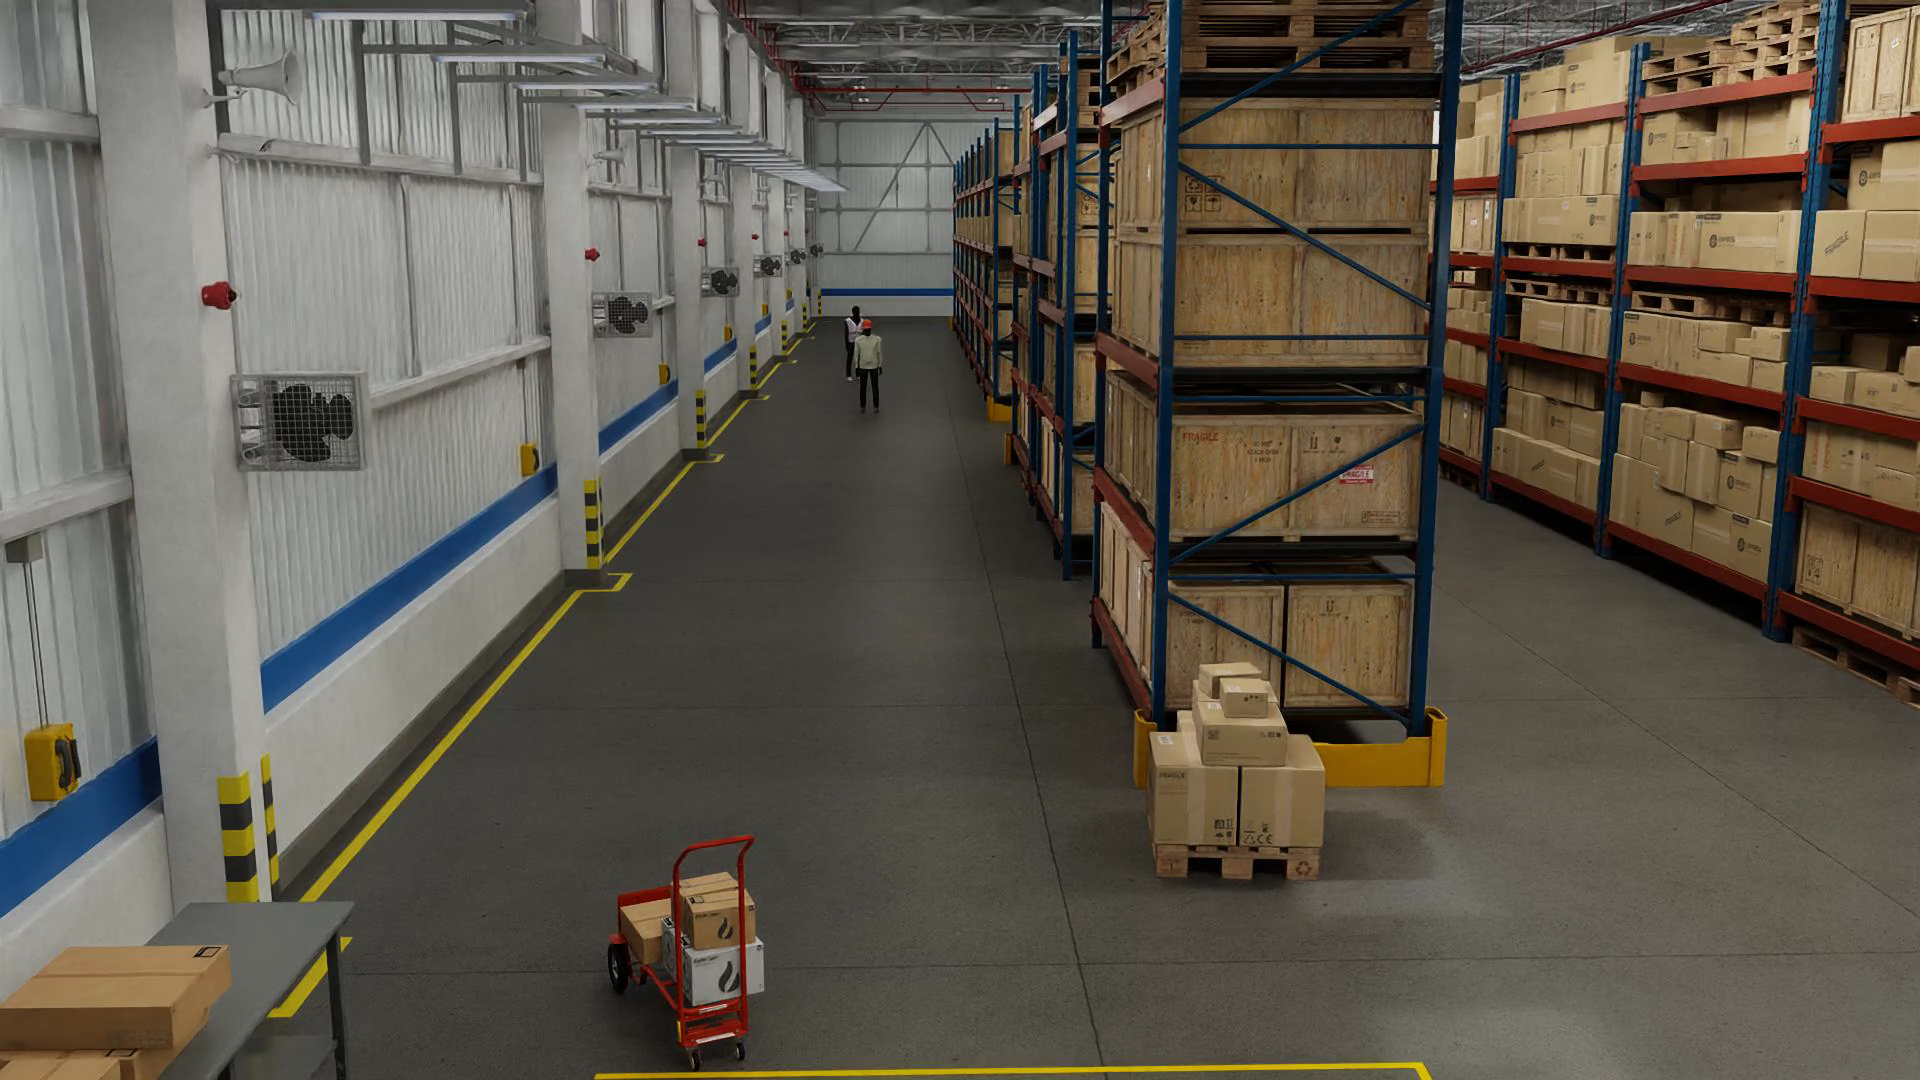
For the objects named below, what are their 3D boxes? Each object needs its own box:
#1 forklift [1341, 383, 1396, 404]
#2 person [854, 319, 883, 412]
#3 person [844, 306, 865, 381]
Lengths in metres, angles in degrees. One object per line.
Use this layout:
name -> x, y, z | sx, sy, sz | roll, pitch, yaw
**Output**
forklift -> 5.392, -1.636, 22.361 | 1.129, 2.768, 1.873 | 0, 11, -2
person -> -1.956, -3.708, 35.482 | 0.618, 1.989, 0.401 | 0, 11, 1
person -> -2.683, -5.028, 42.551 | 0.595, 1.910, 0.386 | -6, 12, -28
